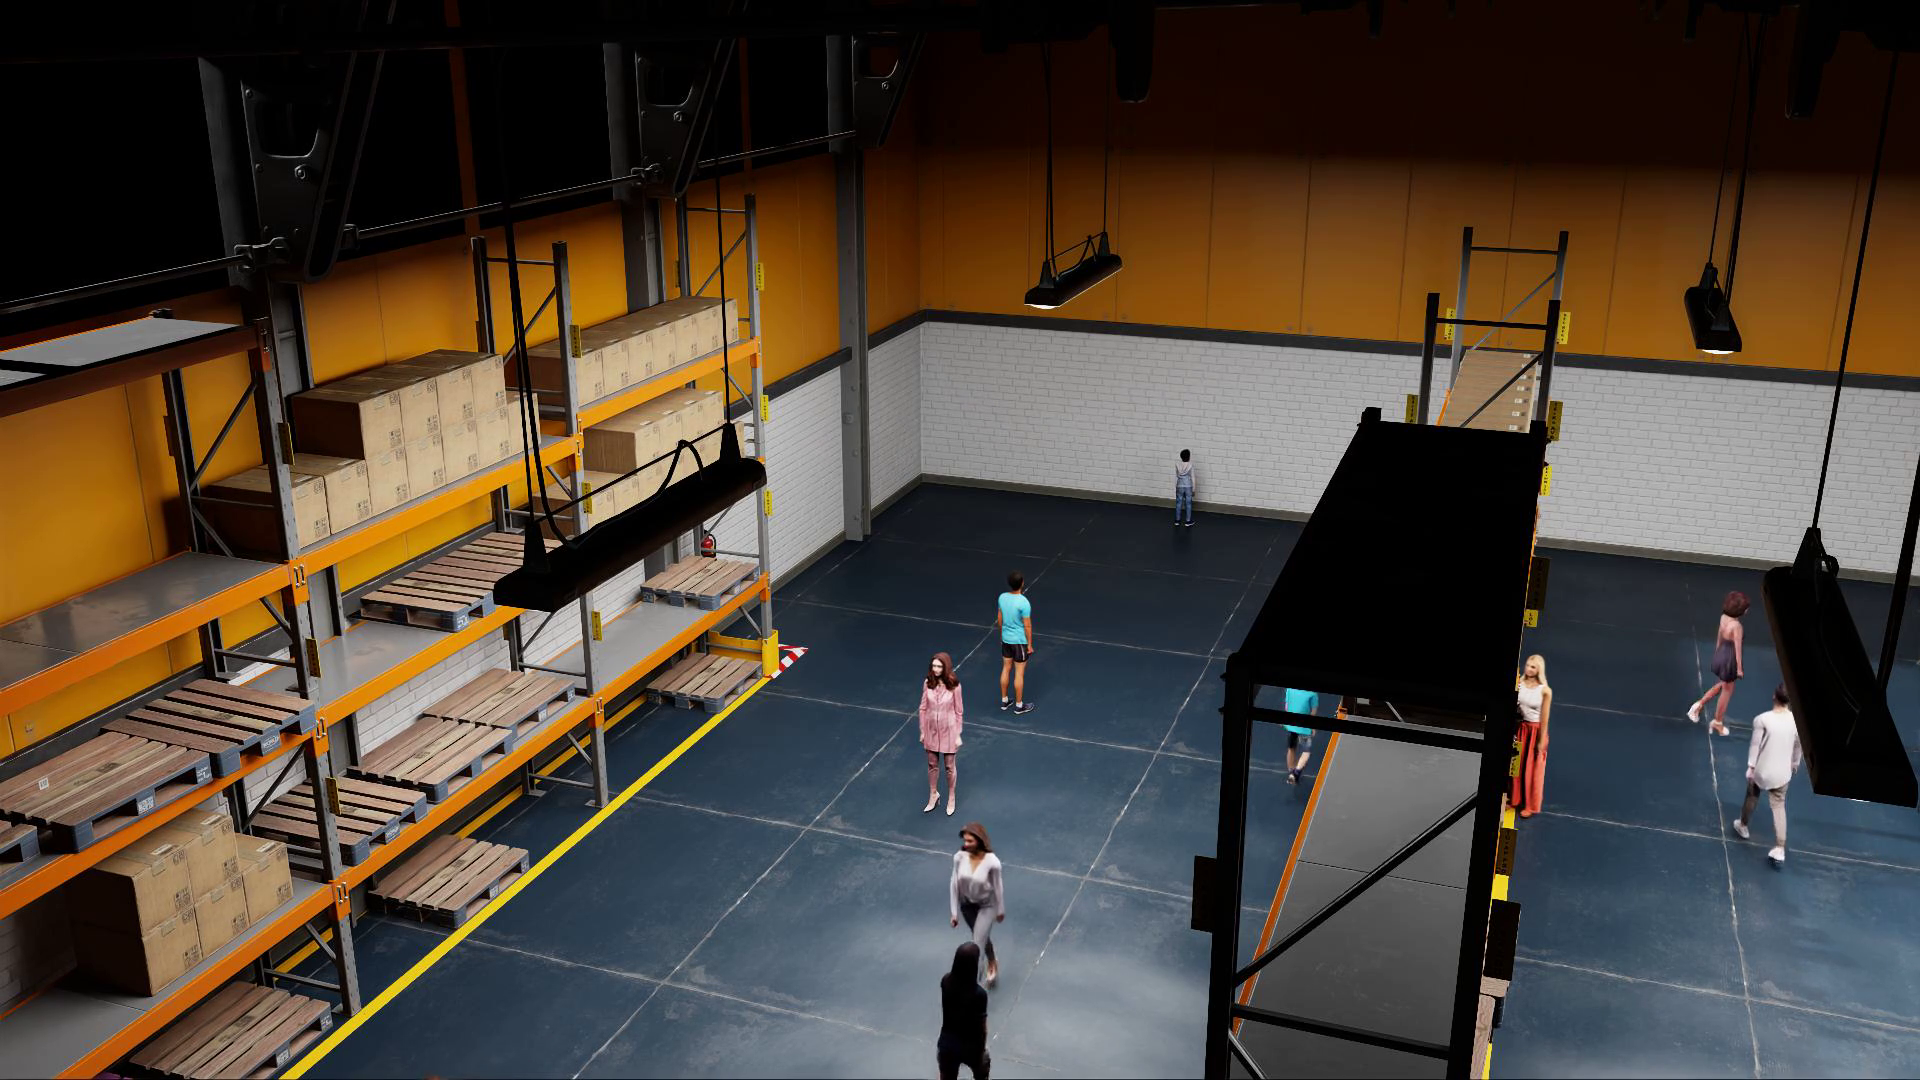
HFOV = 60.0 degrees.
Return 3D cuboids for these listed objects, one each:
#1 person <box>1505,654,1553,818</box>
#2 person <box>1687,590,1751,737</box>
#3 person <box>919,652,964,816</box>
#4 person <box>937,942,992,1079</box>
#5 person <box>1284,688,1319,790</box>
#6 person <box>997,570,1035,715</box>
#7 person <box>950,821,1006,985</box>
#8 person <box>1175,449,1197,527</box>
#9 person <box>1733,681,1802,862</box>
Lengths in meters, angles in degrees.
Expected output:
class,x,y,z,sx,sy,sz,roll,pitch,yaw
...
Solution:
class,x,y,z,sx,sy,sz,roll,pitch,yaw
person,5.960,2.025,17.376,0.749,1.800,0.720,-16,24,-39
person,8.742,1.438,19.158,0.739,1.775,0.751,0,19,1
person,-0.187,2.012,17.411,0.621,1.802,0.507,6,20,17
person,-0.034,3.803,12.226,0.732,1.717,1.164,11,21,29
person,3.643,2.016,17.970,0.624,1.437,0.785,12,22,31
person,0.648,1.202,19.852,0.680,1.780,0.633,15,24,38
person,0.183,3.151,14.195,0.612,1.696,1.172,7,20,21
person,3.612,-0.857,26.780,0.490,1.260,0.495,8,20,22
person,8.096,2.314,16.513,0.892,1.803,1.226,2,19,6
